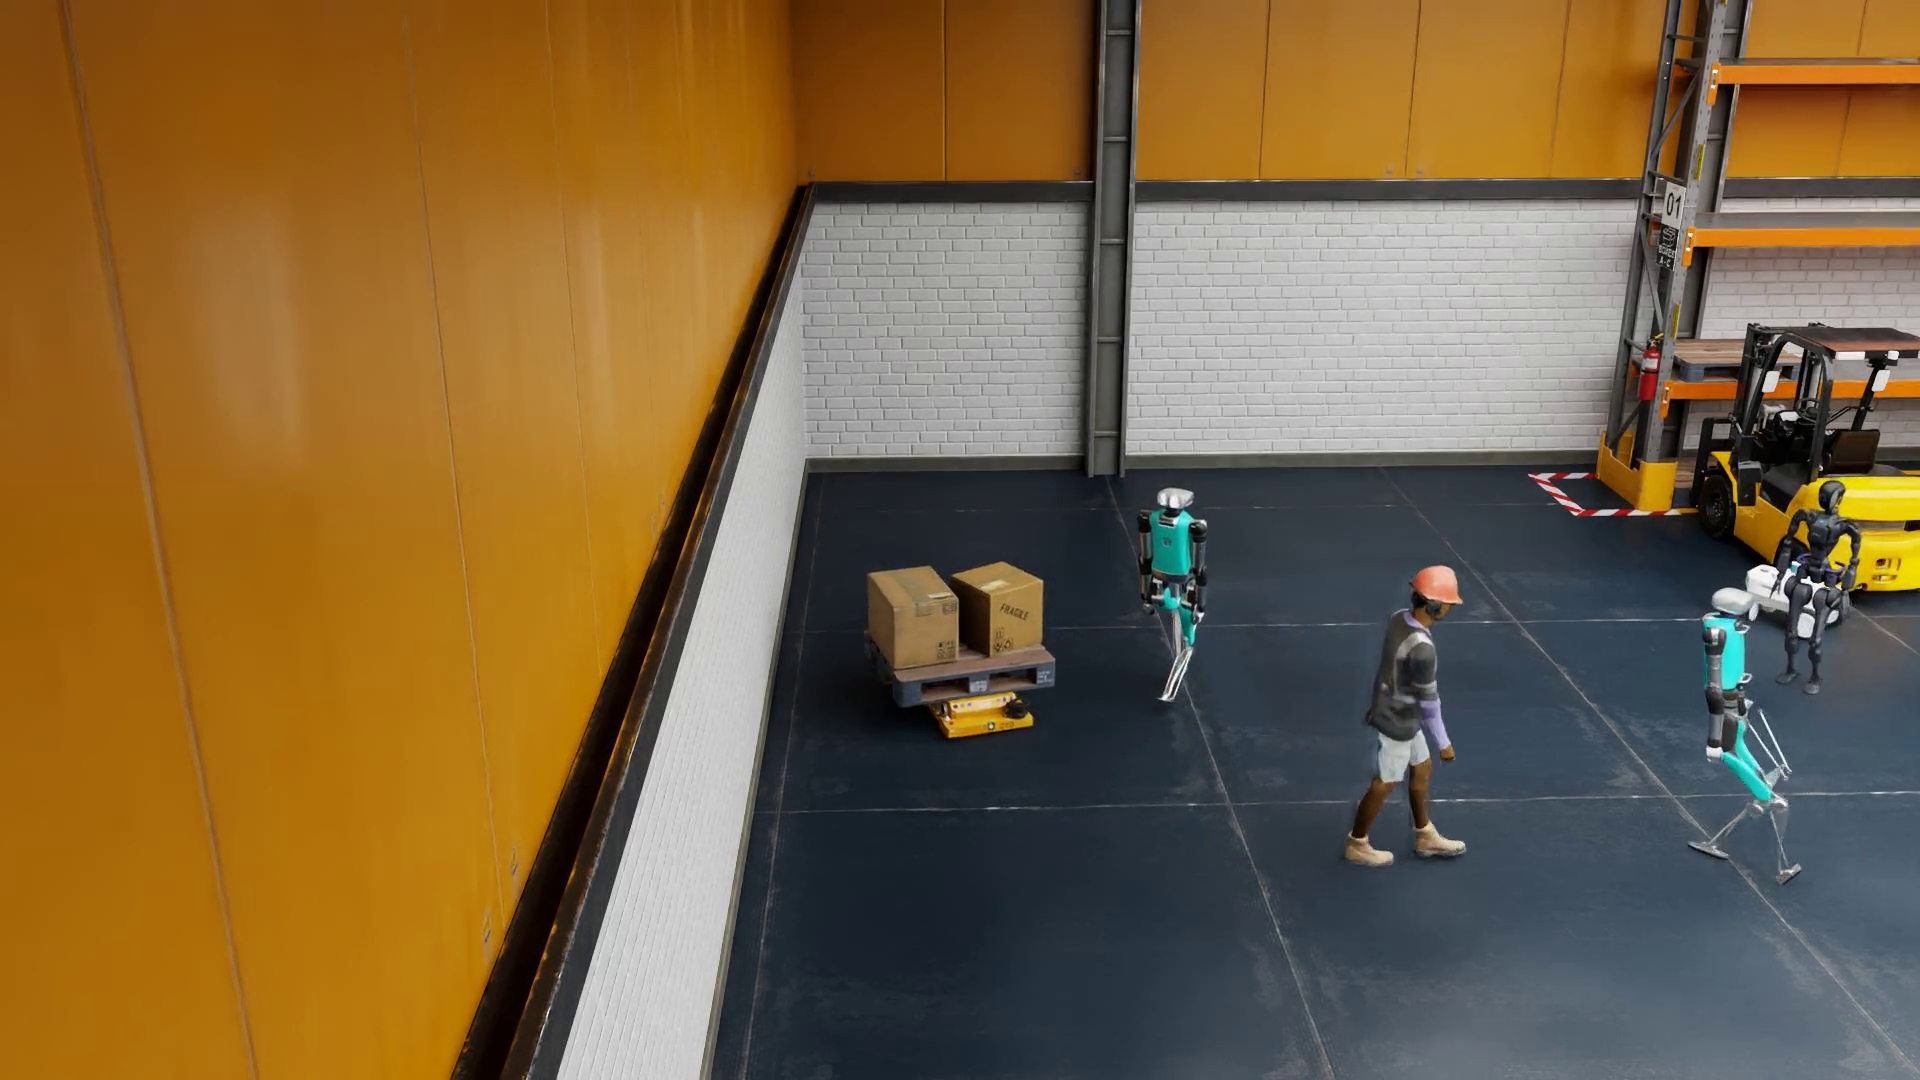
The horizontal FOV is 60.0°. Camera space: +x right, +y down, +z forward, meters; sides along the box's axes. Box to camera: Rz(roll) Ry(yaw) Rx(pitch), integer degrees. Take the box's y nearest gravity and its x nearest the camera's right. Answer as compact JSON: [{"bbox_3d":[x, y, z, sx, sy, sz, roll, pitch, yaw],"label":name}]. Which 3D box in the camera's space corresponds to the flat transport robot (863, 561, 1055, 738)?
[{"bbox_3d":[-0.005,1.084,12.613,0.659,0.231,1.431,-6,21,-17],"label":"flat transport robot"}]

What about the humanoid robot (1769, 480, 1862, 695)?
[{"bbox_3d":[6.459,0.337,12.591,0.361,1.649,0.612,-16,26,-37],"label":"humanoid robot"}]

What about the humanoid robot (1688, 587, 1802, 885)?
[{"bbox_3d":[4.923,1.232,10.154,0.934,1.815,0.553,15,25,35],"label":"humanoid robot"}]

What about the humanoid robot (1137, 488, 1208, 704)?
[{"bbox_3d":[1.652,0.377,12.403,0.531,1.727,1.006,11,23,27],"label":"humanoid robot"}]

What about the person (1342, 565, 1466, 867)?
[{"bbox_3d":[2.803,1.105,10.075,0.903,2.000,0.617,2,20,6],"label":"person"}]

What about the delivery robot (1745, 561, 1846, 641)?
[{"bbox_3d":[6.961,0.489,13.838,0.510,0.611,0.782,-17,26,-38],"label":"delivery robot"}]

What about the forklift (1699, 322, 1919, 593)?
[{"bbox_3d":[7.809,-0.792,14.926,1.214,2.155,2.313,-1,20,-2],"label":"forklift"}]
